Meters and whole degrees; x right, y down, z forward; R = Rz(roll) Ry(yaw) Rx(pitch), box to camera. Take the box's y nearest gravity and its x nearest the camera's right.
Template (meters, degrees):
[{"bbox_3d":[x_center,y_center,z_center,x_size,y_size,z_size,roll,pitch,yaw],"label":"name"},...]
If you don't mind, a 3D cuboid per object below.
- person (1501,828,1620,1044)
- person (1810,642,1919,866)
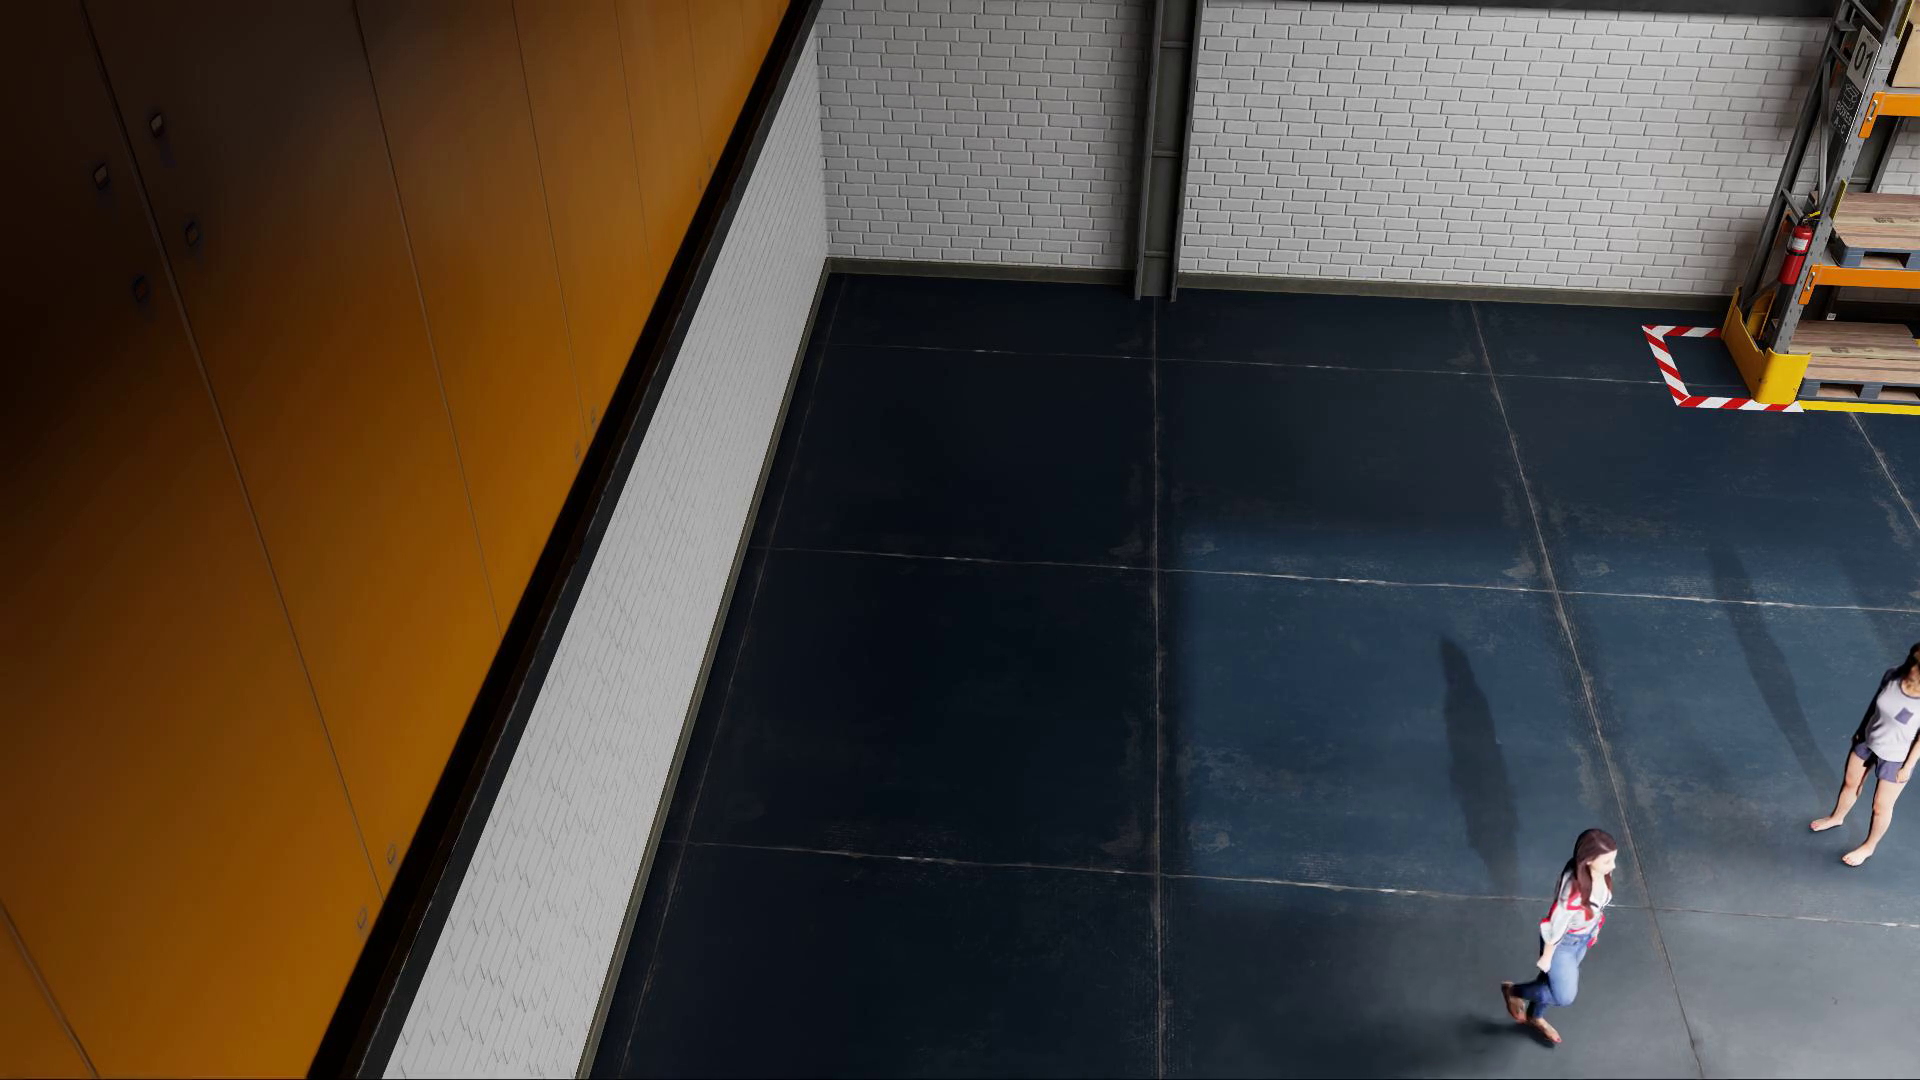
[{"bbox_3d":[3.233,2.118,9.052,0.758,1.607,0.815,-30,47,-32],"label":"person"},{"bbox_3d":[5.620,1.254,10.057,0.645,1.704,0.655,-12,40,-14],"label":"person"}]
